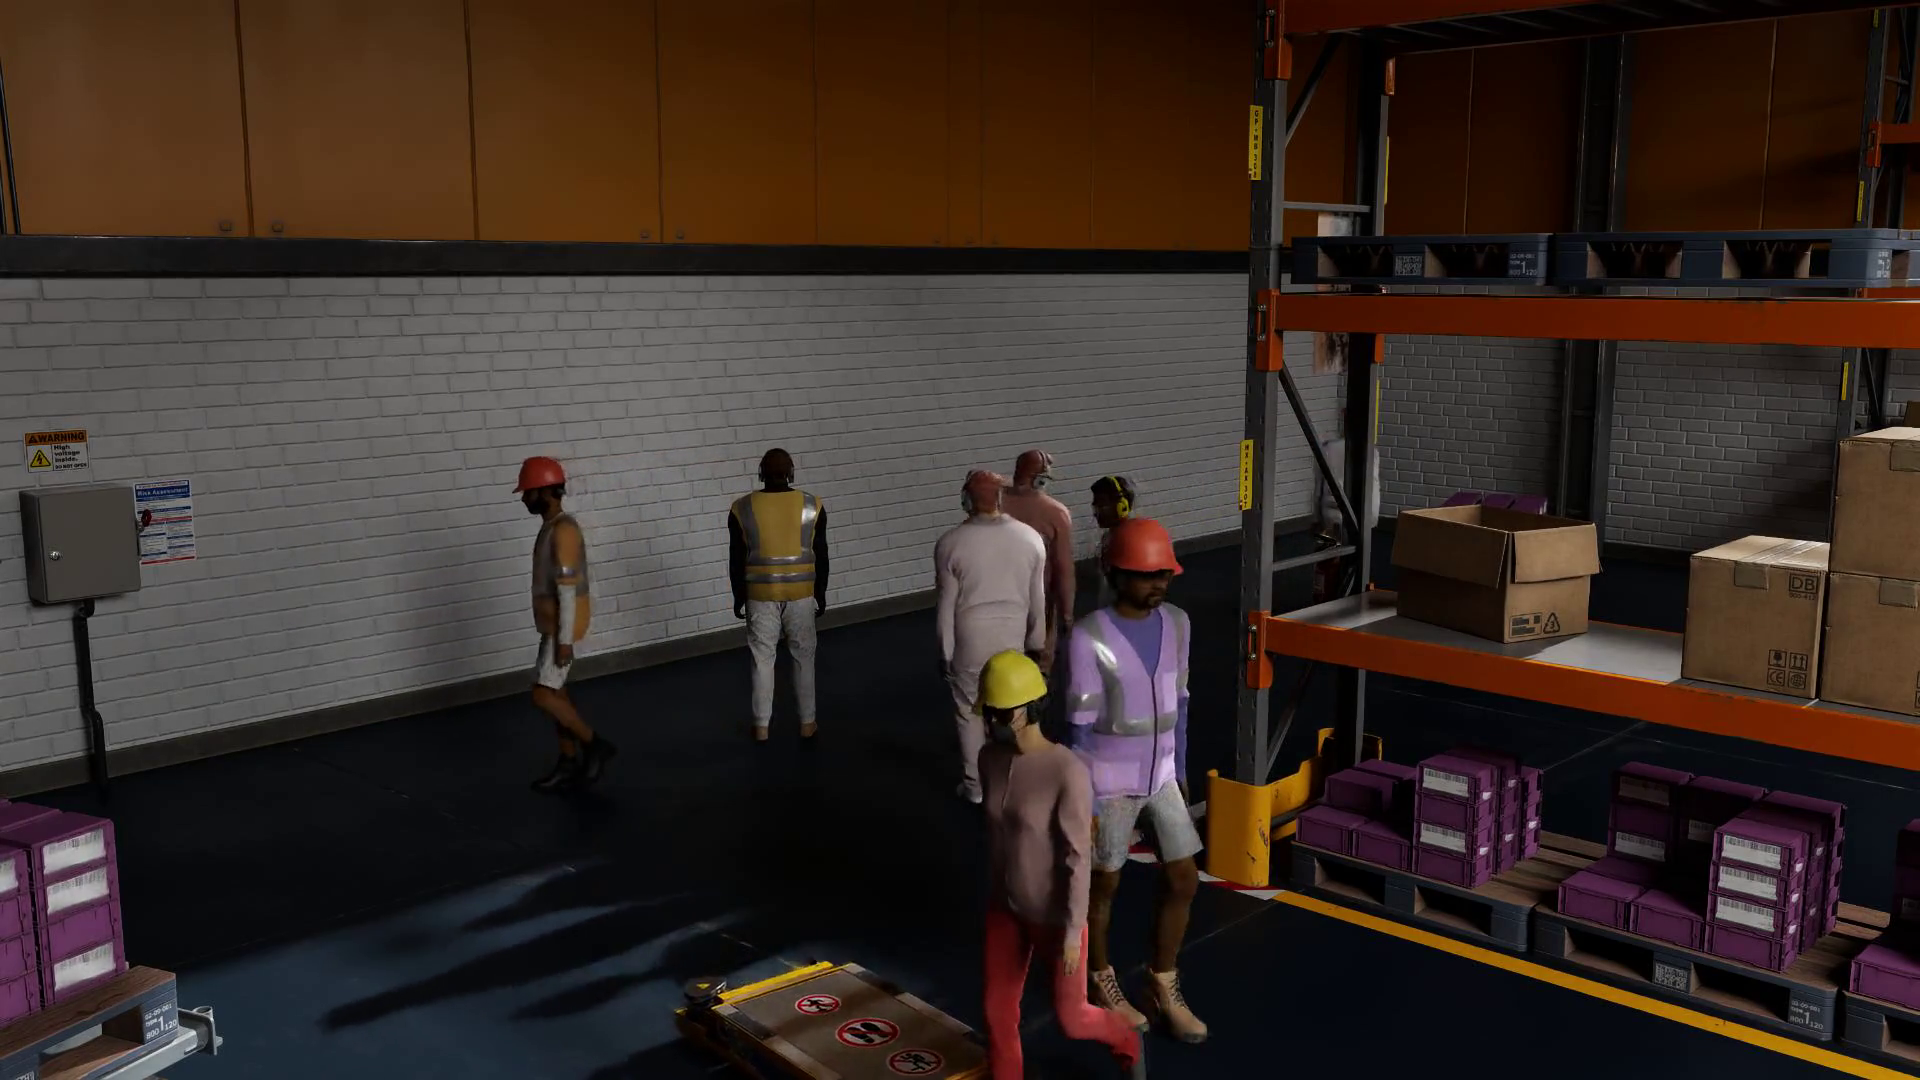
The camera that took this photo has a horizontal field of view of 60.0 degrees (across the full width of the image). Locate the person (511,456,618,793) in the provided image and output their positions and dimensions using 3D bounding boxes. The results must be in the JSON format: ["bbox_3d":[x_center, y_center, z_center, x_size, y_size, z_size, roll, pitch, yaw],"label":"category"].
[{"bbox_3d":[-2.260,0.485,9.318,0.422,1.915,0.569,-4,10,-23],"label":"person"}]

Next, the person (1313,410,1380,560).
[{"bbox_3d":[3.108,-0.180,13.566,0.594,1.865,0.756,8,13,42],"label":"person"}]

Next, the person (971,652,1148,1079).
[{"bbox_3d":[0.304,1.195,5.512,0.534,1.733,0.736,9,13,44],"label":"person"}]

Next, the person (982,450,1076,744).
[{"bbox_3d":[0.349,0.394,10.012,0.756,1.863,0.601,3,10,19],"label":"person"}]

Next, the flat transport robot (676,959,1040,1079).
[{"bbox_3d":[-0.389,1.844,6.017,0.652,0.197,1.431,-7,12,-38],"label":"flat transport robot"}]

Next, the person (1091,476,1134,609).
[{"bbox_3d":[0.820,0.572,9.034,0.726,1.834,0.484,-6,11,-31],"label":"person"}]

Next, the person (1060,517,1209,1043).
[{"bbox_3d":[0.708,0.927,6.262,0.637,2.024,0.686,-6,11,-32],"label":"person"}]

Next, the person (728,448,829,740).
[{"bbox_3d":[-1.135,0.340,10.442,0.627,1.844,0.429,-2,9,-11],"label":"person"}]

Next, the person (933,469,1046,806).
[{"bbox_3d":[0.174,0.561,8.961,0.651,1.878,0.682,-3,10,-20],"label":"person"}]
